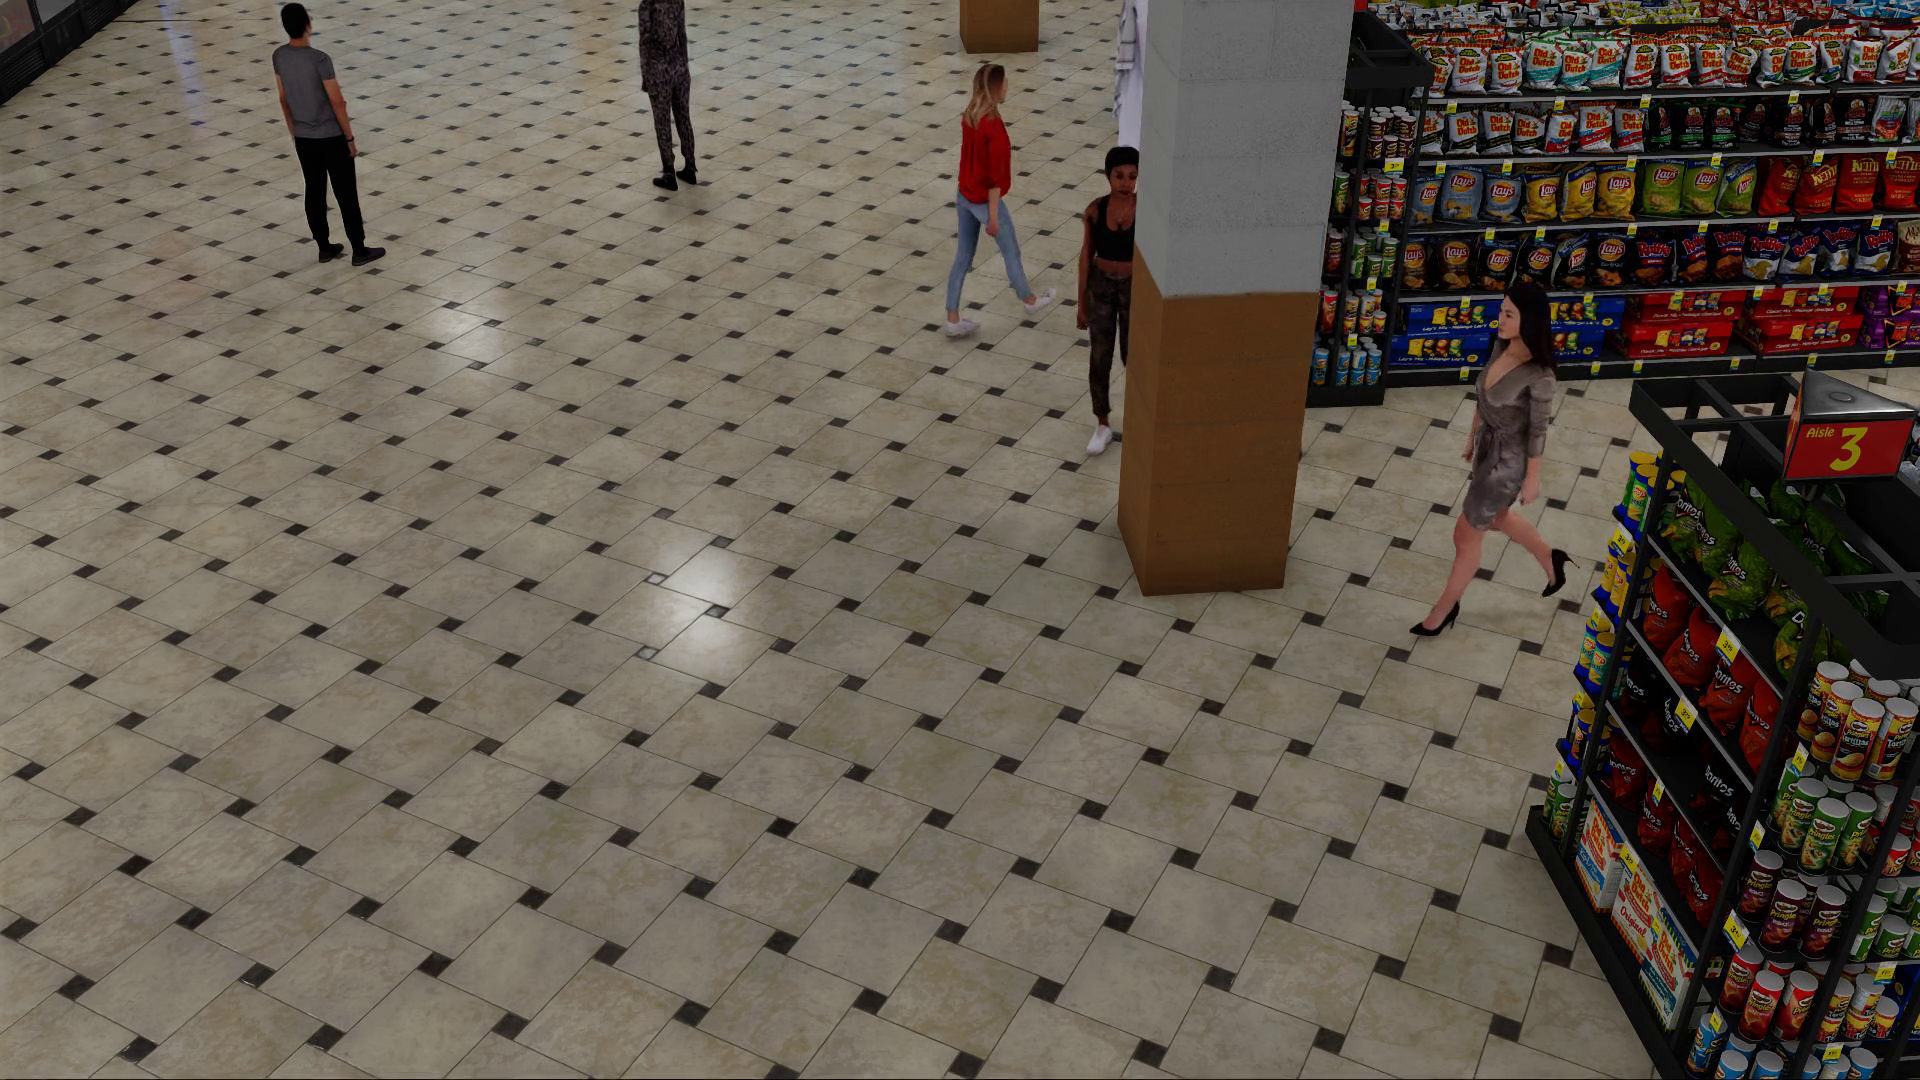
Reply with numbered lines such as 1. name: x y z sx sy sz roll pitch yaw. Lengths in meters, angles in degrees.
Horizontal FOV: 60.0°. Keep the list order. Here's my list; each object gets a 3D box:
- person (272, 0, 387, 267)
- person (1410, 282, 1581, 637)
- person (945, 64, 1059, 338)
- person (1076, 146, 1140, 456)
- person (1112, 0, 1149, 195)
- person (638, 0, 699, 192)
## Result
1. person: -4.300 -2.717 11.181 0.601 1.755 0.749 8 33 13
2. person: 2.474 -0.334 7.382 1.086 1.723 0.675 -6 32 -9
3. person: 0.062 -2.020 10.142 1.146 1.670 0.944 -18 36 -27
4. person: 0.874 -1.327 9.014 0.892 1.685 0.845 10 33 16
5. person: 1.304 -3.289 11.939 0.627 1.926 0.692 -1 32 -2
6. person: -2.192 -3.494 12.467 0.727 1.716 0.659 27 41 36
